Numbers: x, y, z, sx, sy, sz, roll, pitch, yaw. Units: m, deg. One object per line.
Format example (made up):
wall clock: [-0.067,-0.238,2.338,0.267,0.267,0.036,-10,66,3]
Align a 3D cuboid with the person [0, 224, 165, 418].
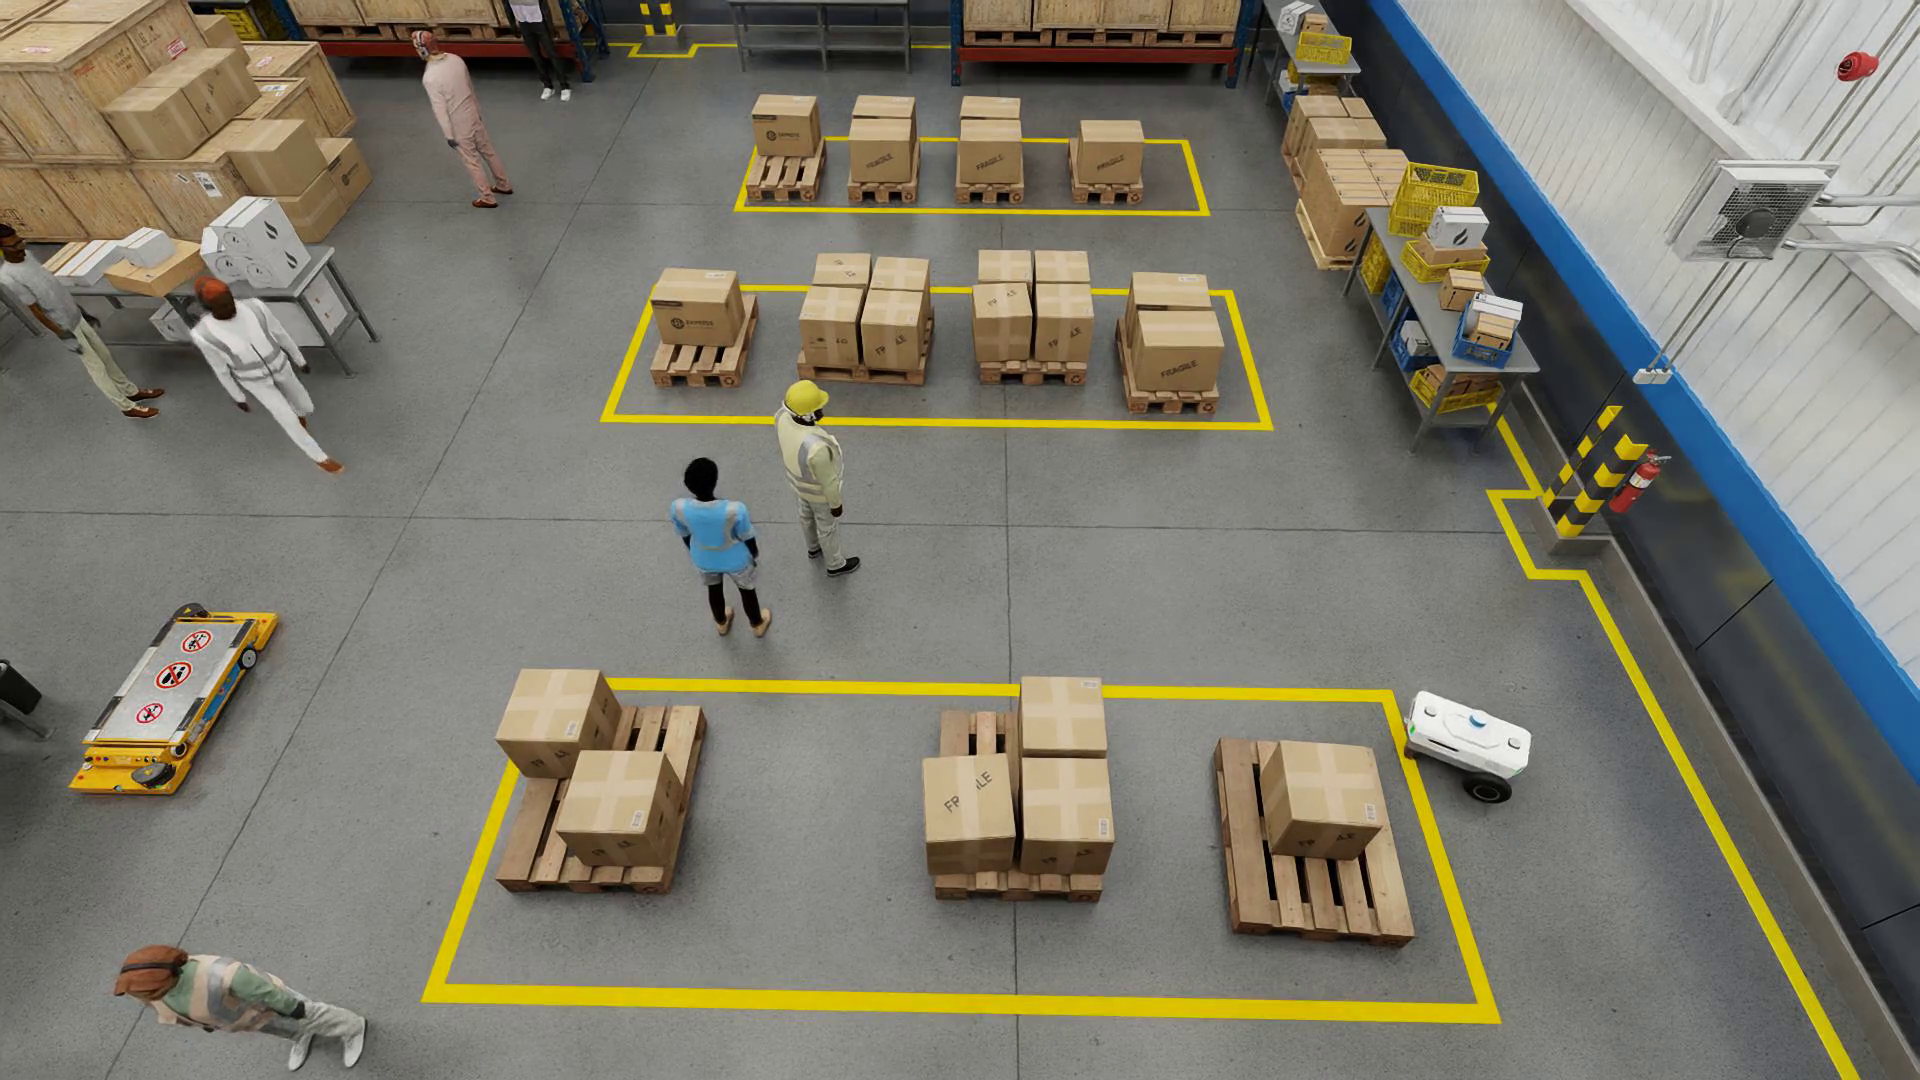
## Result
person: [-7.635,-1.864,7.891,0.327,1.865,0.520,-15,51,-13]

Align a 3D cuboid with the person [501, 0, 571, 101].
person: [-5.632,-6.803,12.045,0.602,1.906,0.413,2,50,2]

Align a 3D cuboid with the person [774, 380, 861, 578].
person: [-1.041,-0.434,6.700,0.404,1.833,0.593,-32,57,-24]

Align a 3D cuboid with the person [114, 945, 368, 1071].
person: [-3.509,2.302,4.518,0.521,1.633,0.314,-1,50,-1]

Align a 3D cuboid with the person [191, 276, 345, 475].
person: [-5.707,-1.378,7.491,0.769,1.854,0.619,27,55,21]

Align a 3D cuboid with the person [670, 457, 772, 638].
person: [-1.641,0.104,6.339,0.540,1.692,0.319,4,50,3]

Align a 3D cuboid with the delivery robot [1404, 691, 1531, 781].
delivery robot: [3.317,1.279,6.022,0.707,0.478,0.477,21,53,17]

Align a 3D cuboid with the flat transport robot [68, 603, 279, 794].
flat transport robot: [-5.504,1.072,6.442,0.652,0.197,1.431,1,50,1]

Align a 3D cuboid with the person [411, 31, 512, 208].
person: [-5.596,-4.677,10.253,0.401,1.900,0.647,11,51,9]
